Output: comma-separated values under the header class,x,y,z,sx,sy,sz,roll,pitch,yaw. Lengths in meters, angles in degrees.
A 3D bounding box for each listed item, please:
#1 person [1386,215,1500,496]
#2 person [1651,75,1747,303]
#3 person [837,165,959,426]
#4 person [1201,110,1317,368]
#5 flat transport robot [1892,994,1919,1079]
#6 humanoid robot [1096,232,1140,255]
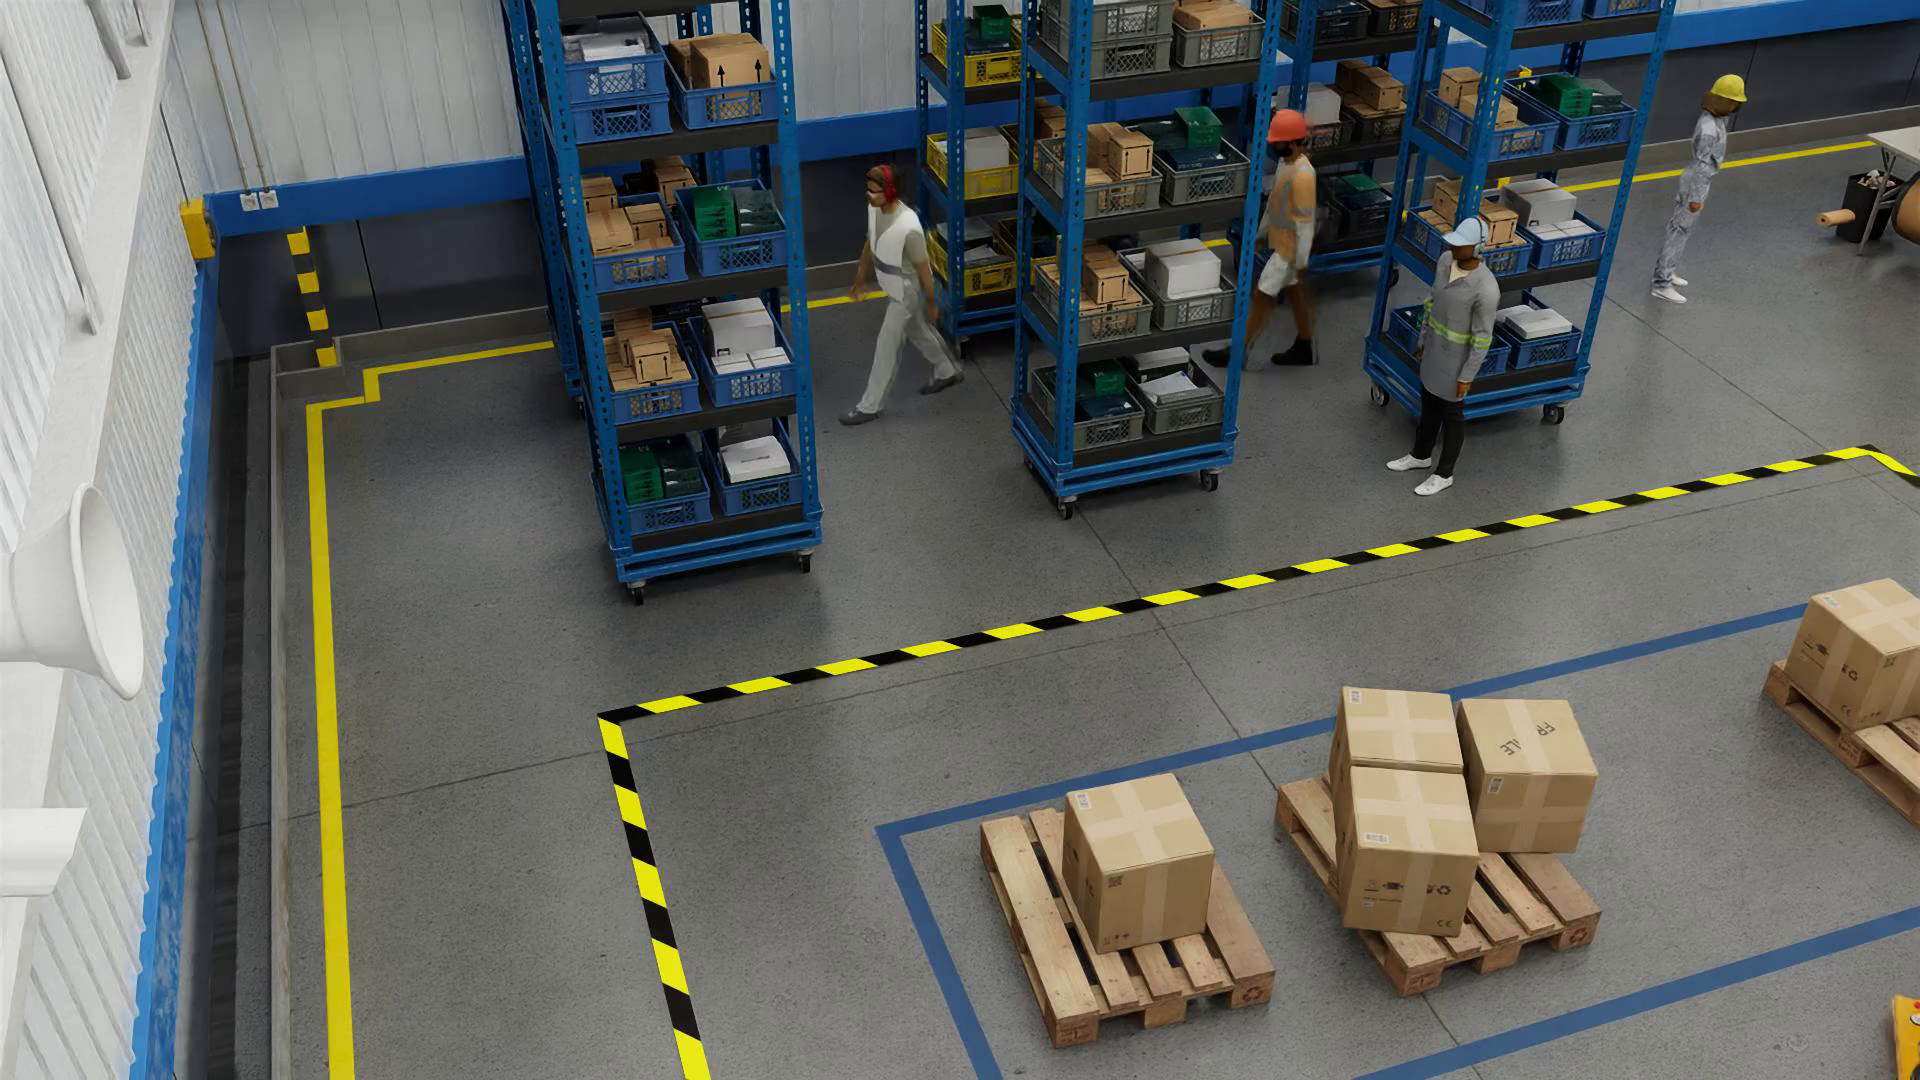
class,x,y,z,sx,sy,sz,roll,pitch,yaw
person,3.011,-1.142,10.302,0.375,1.852,0.588,-11,37,-16
person,5.577,-2.663,12.551,0.316,1.740,0.491,14,37,19
person,-0.401,-1.677,11.117,0.985,1.787,0.587,-15,38,-21
person,2.146,-2.065,11.568,0.913,1.893,0.574,1,35,1
flat transport robot,4.639,2.282,6.795,1.431,0.197,0.652,13,37,17
humanoid robot,1.014,-1.590,11.124,0.790,1.628,0.600,-7,36,-10
